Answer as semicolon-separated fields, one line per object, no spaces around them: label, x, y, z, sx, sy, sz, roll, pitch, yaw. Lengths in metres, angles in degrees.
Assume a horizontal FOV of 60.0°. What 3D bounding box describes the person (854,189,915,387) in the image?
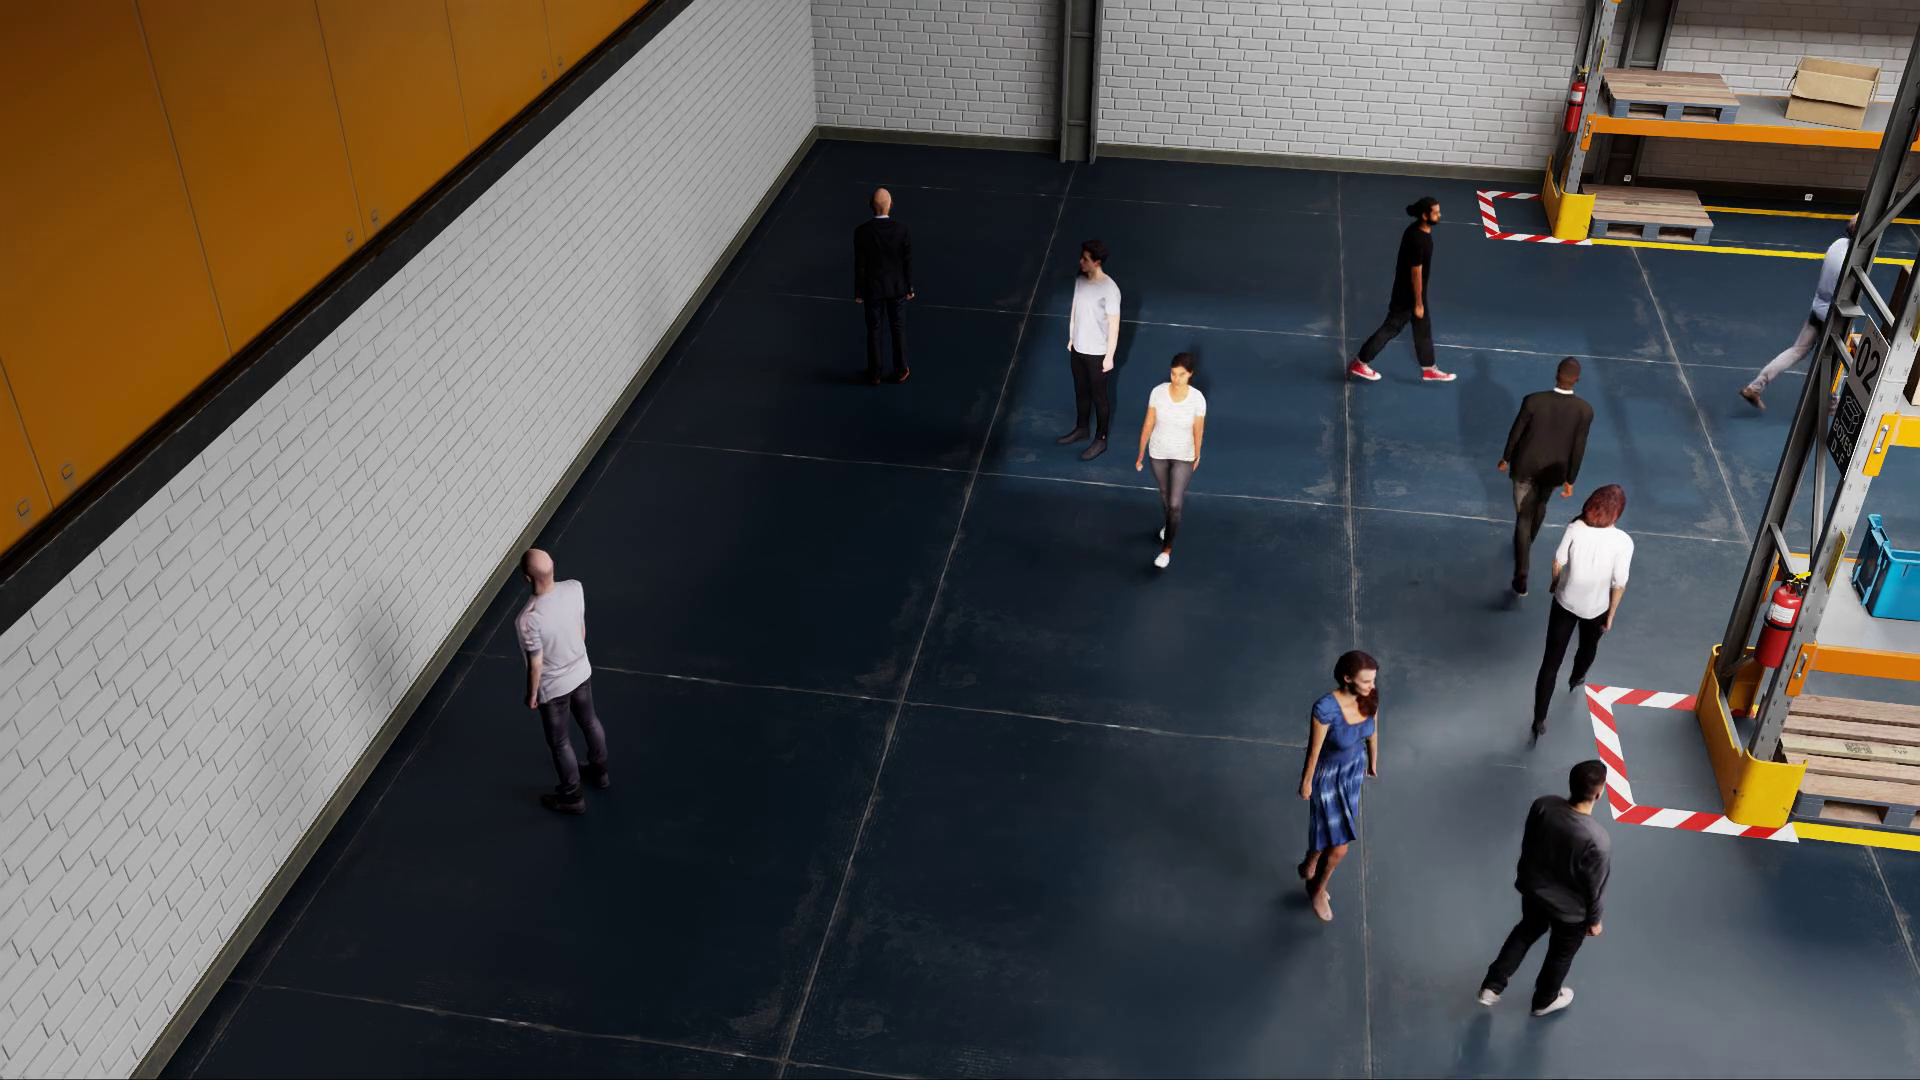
person;-0.658;-2.184;14.408;0.637;1.801;0.800;-4;34;-6

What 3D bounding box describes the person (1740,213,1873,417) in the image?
person;7.143;-1.837;13.834;1.322;1.857;0.925;-4;34;-7

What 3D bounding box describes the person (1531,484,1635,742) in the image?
person;3.851;0.489;10.436;1.153;1.745;0.966;19;38;26

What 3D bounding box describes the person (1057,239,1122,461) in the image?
person;1.070;-1.547;13.393;0.783;1.863;0.722;-21;39;-29

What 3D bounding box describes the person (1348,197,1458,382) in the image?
person;3.797;-2.125;14.399;1.201;1.712;0.772;11;35;16

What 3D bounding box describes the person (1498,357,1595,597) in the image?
person;4.116;-0.426;11.801;1.089;1.759;0.732;6;34;9

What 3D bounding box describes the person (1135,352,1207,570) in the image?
person;1.578;-0.664;12.292;0.973;1.612;0.828;16;37;22

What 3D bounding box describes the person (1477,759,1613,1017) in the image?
person;2.989;1.827;8.418;0.968;1.752;0.902;-20;39;-27

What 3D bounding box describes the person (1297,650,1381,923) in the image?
person;1.996;1.310;9.158;0.832;1.793;0.888;-24;41;-32

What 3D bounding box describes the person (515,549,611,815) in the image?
person;-2.363;0.822;9.854;0.704;1.835;0.733;17;37;24
